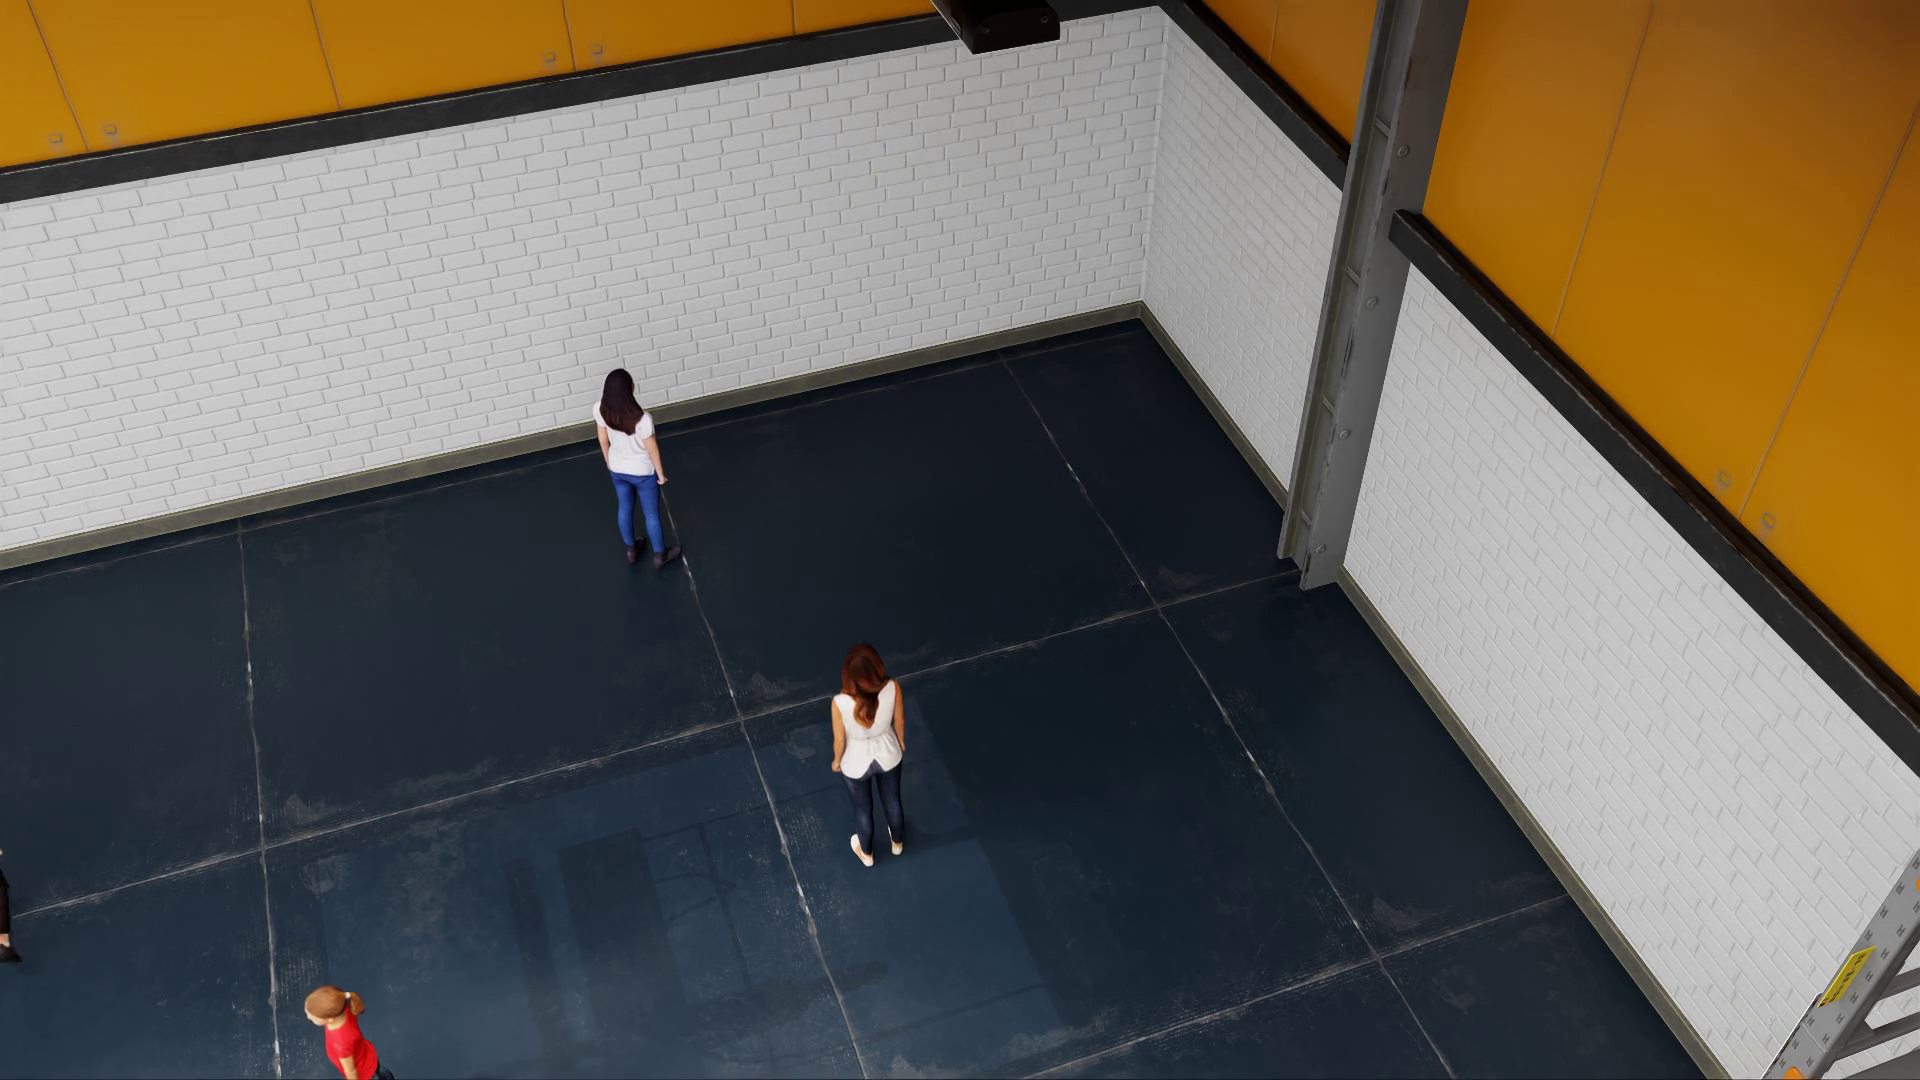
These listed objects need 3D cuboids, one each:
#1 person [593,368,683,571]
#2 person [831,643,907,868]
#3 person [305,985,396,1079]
[{"bbox_3d":[-2.237,-0.473,11.396,0.680,1.684,0.727,15,46,15],"label":"person"},{"bbox_3d":[-0.502,1.253,9.514,0.588,1.783,0.509,-13,45,-13],"label":"person"},{"bbox_3d":[-3.023,2.638,8.405,0.534,1.306,0.421,-17,46,-17],"label":"person"}]
